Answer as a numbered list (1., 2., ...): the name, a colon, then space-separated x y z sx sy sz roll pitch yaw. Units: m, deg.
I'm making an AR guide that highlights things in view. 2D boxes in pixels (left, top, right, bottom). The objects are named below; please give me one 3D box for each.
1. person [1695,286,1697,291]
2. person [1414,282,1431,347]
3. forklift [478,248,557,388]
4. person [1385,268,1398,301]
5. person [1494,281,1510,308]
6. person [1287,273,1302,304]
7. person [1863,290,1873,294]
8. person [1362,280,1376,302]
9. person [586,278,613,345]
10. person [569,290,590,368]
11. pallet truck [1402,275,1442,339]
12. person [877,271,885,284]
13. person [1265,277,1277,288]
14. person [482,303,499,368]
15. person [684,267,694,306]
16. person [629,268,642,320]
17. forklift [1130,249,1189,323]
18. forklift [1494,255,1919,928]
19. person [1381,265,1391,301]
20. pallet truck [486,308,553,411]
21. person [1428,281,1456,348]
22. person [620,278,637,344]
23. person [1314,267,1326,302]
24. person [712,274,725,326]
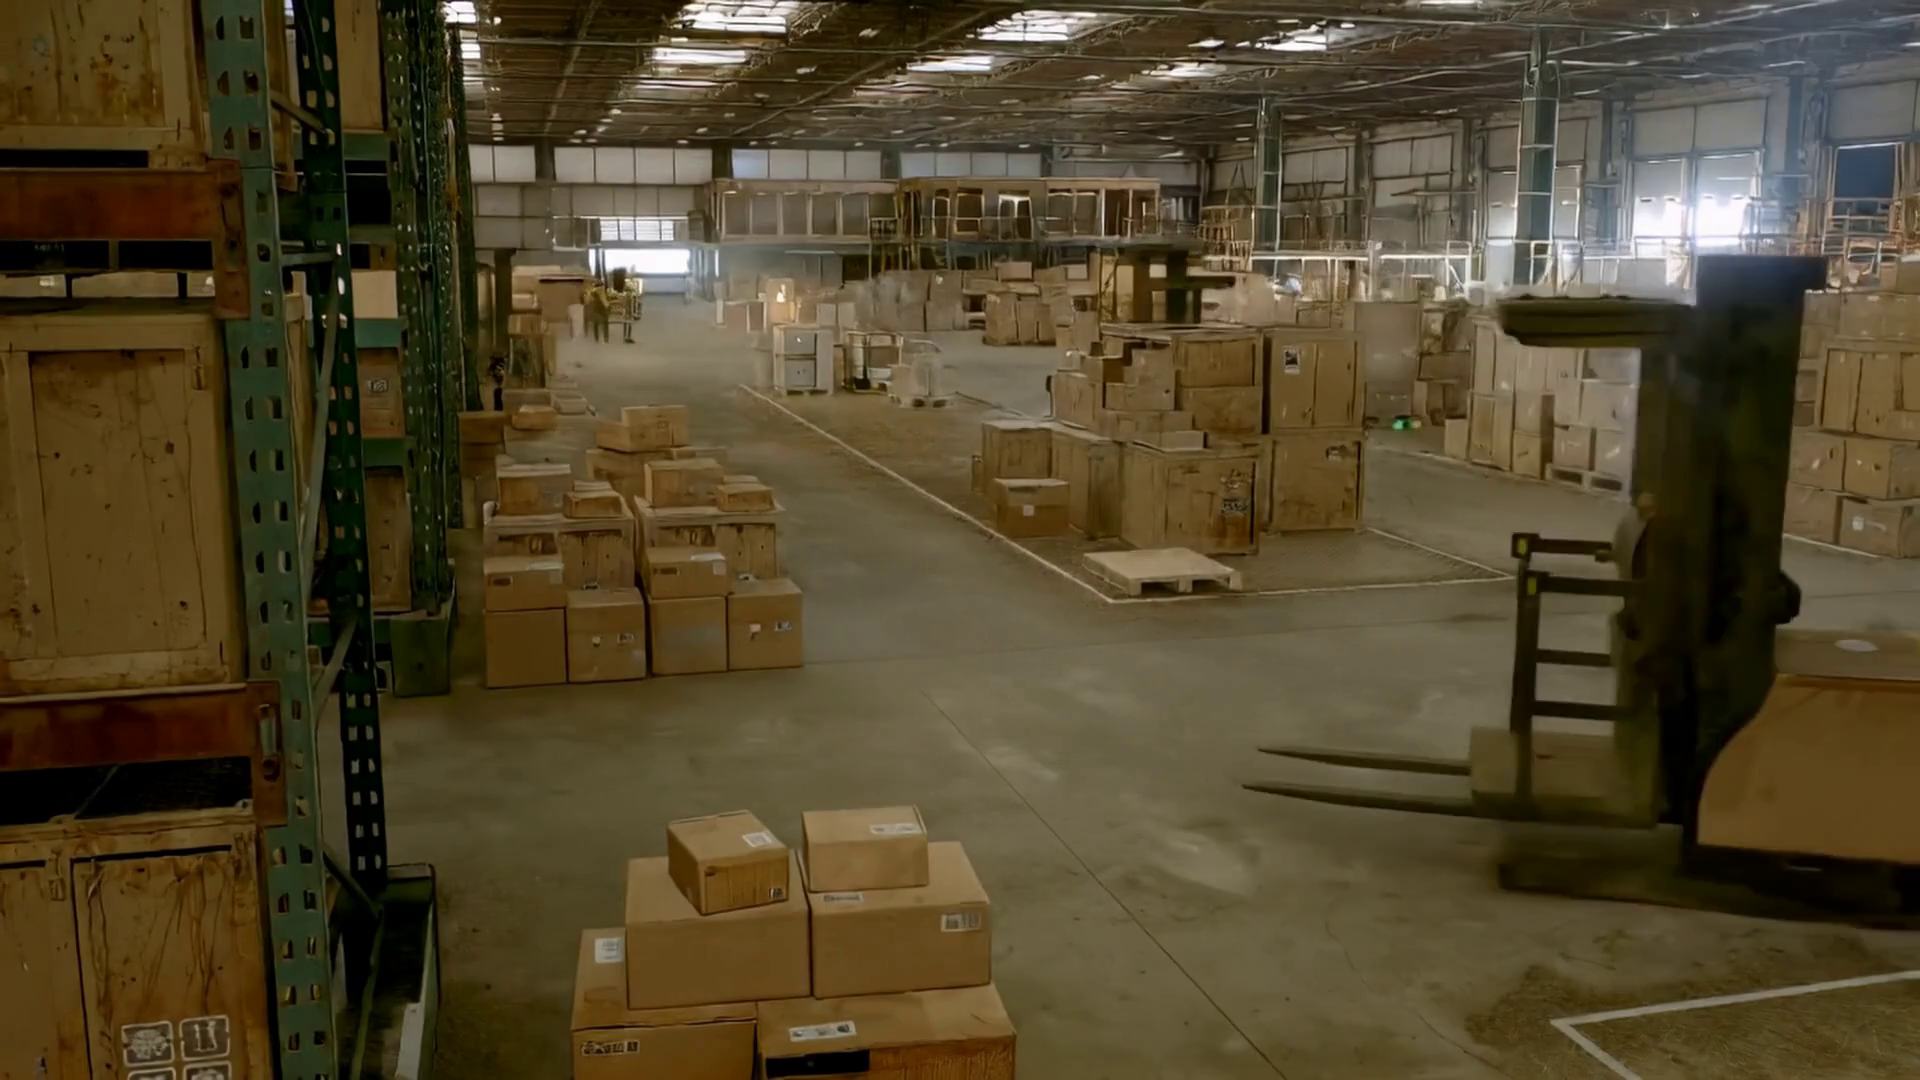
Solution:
1. person: 20.363 -6.163 46.096 0.516 1.820 0.882 0 10 -1
2. person: 13.112 -6.376 47.233 0.910 1.865 0.714 -3 10 -15
3. forklift: -9.237 -4.540 33.883 1.873 2.768 1.129 -3 10 -15
4. person: 19.444 -11.320 75.024 0.753 1.908 0.588 -9 13 -40
5. person: 19.043 -8.248 58.266 0.557 1.676 0.549 1 10 6
6. person: 13.011 -9.495 64.899 0.620 1.837 0.429 -1 10 -6
7. person: 26.002 -6.444 47.550 0.999 1.855 0.555 -2 10 -10
8. person: 11.931 -6.685 48.842 1.025 1.880 0.657 10 14 43
9. person: -10.555 -6.748 48.762 0.749 2.000 1.067 -1 10 -5
10. person: -8.972 -4.966 39.226 0.510 1.848 0.532 2 10 12
11. pallet truck: 14.620 -7.324 52.145 0.823 1.965 1.885 8 13 40
12. person: -2.787 -8.652 59.698 0.398 1.985 0.609 8 13 37
13. person: 9.892 -7.488 53.369 0.655 1.888 0.985 4 11 21
14. person: -9.976 -4.125 34.944 0.695 1.670 0.547 -3 11 -18
15. person: -13.118 -12.282 80.579 0.567 1.878 0.352 4 11 23
16. person: -12.697 -9.584 64.808 0.605 2.045 0.380 -7 12 -35
17. forklift: 2.928 -2.914 24.676 1.129 2.768 1.873 -9 13 -41
18. forklift: 3.429 0.136 7.404 1.873 2.768 1.129 3 10 16
19. person: 20.768 -12.363 80.838 0.599 1.943 0.405 6 12 32
20. pallet truck: -6.242 -2.418 24.362 0.823 1.965 1.885 1 10 3
21. person: 13.585 -6.287 46.570 0.776 1.896 0.597 3 10 17
22. person: -9.815 -6.787 49.272 0.364 1.935 0.553 -9 14 -43
23. person: 17.438 -12.294 80.604 0.951 1.888 0.545 10 14 44
24. person: -8.731 -8.678 60.172 0.329 1.873 0.516 7 12 33
